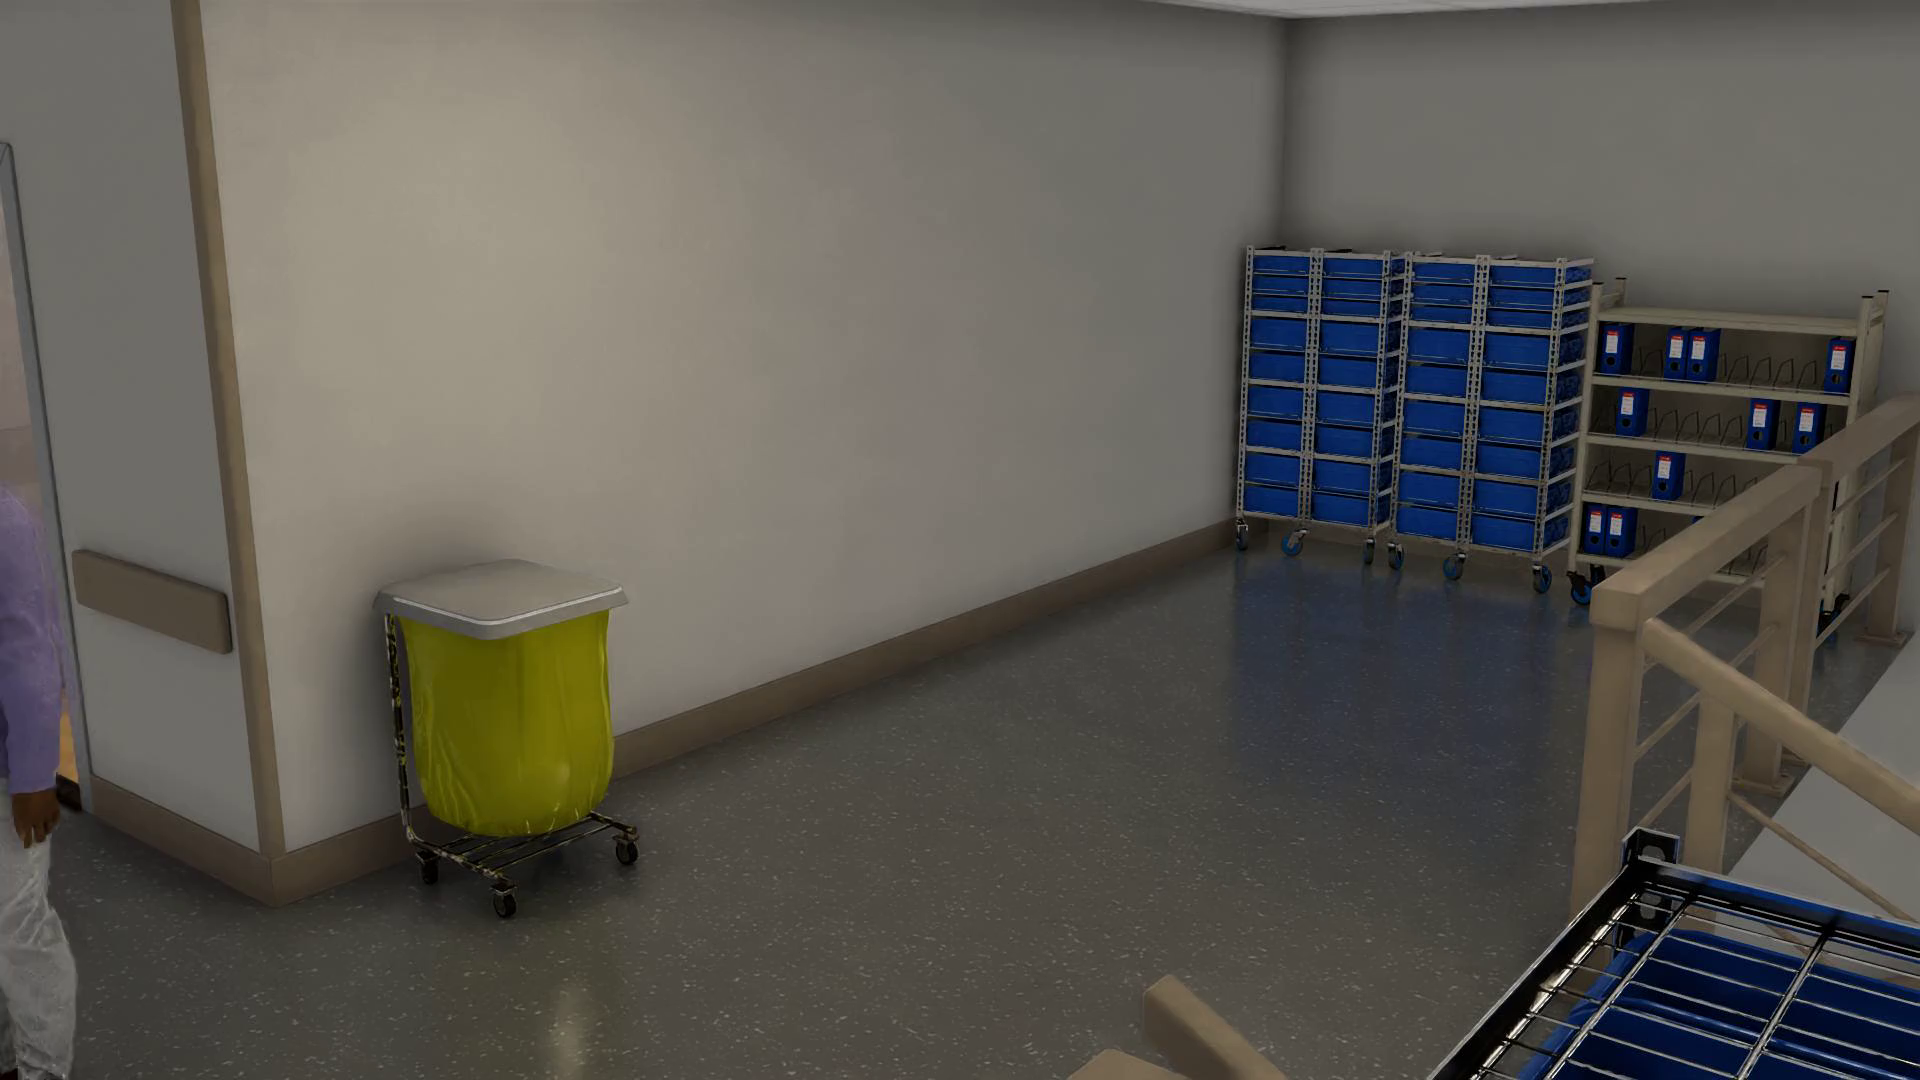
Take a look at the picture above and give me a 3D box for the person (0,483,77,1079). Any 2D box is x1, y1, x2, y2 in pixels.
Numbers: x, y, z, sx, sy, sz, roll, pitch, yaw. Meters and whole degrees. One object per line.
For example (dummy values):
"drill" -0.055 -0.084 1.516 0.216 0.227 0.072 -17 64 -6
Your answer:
"person" -2.249 0.524 3.779 0.671 1.904 0.375 5 14 20
